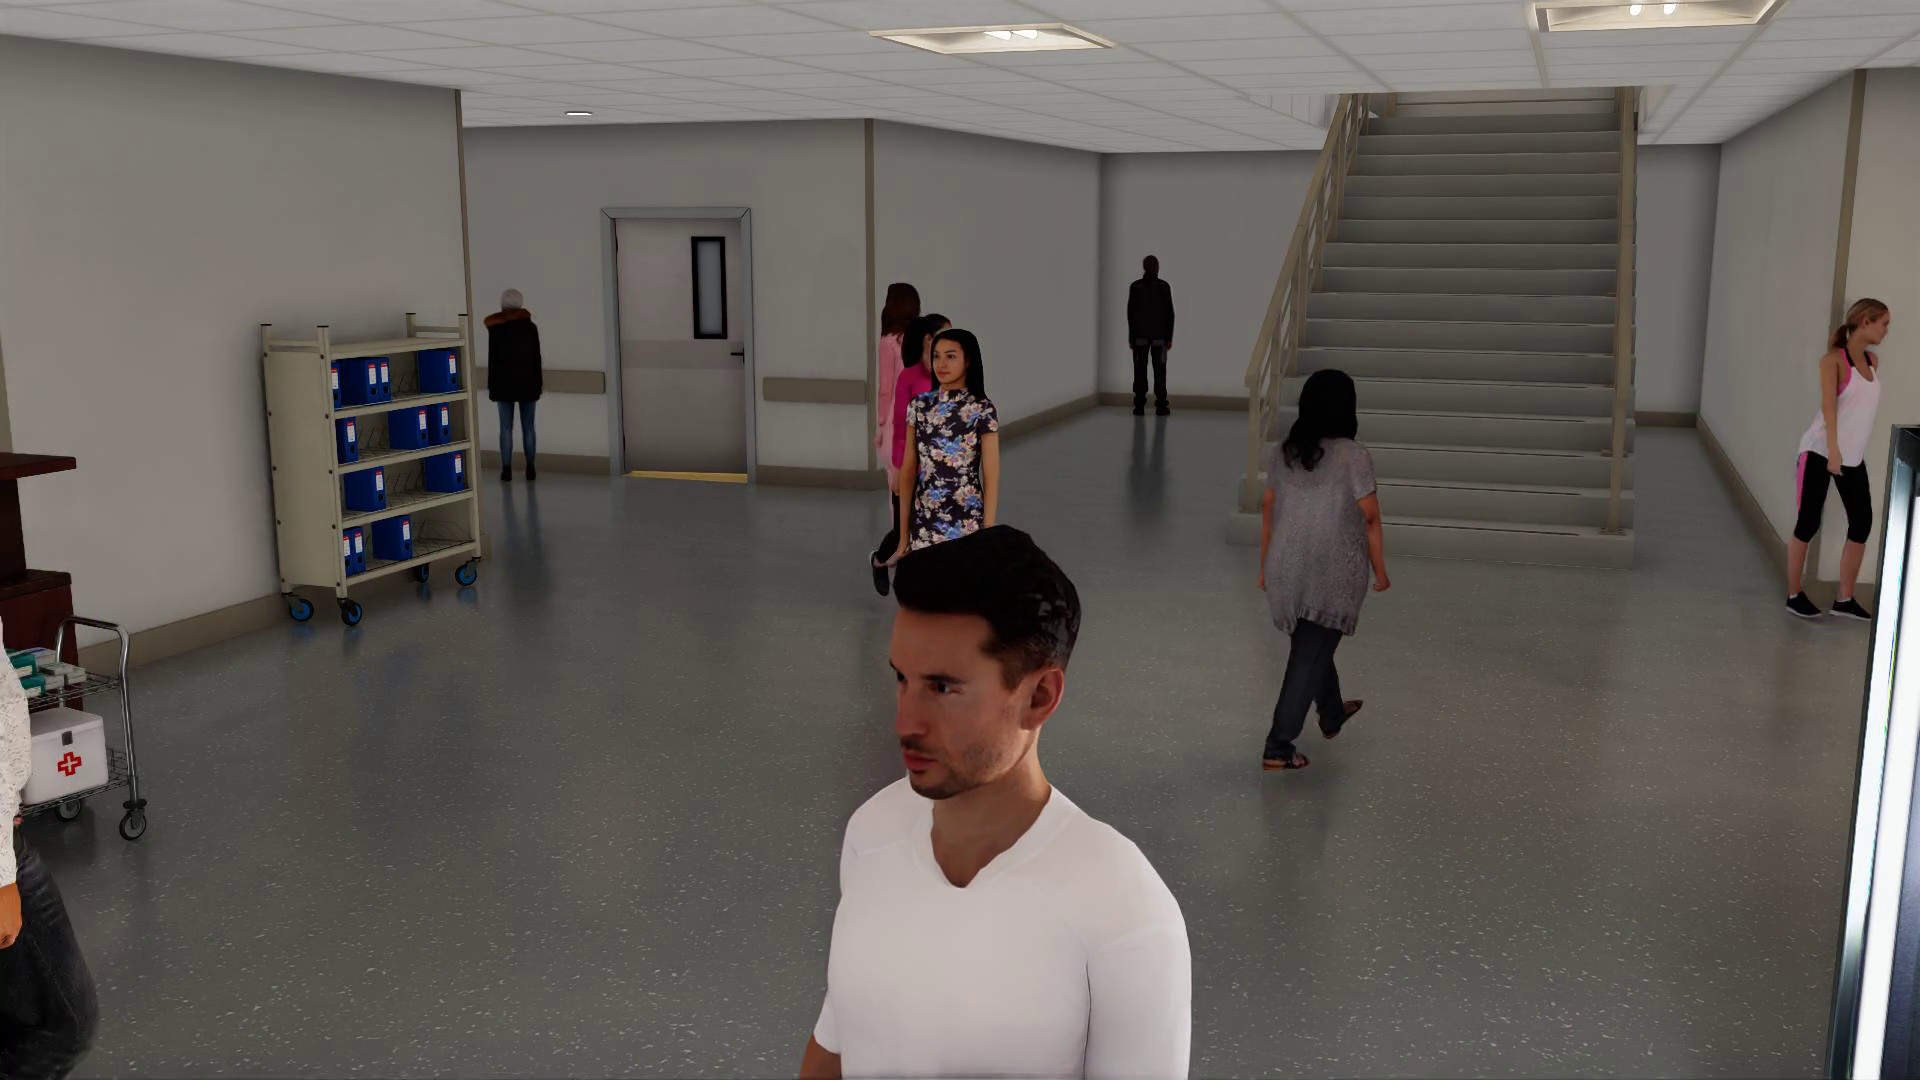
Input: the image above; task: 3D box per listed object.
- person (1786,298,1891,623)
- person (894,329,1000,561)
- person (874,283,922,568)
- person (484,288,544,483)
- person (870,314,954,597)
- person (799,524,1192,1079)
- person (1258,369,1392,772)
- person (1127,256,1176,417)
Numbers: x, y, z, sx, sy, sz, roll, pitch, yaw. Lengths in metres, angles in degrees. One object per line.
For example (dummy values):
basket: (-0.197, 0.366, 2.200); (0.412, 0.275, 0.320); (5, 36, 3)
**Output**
person: (4.739, -0.439, 9.171); (0.866, 1.758, 0.933); (-3, 11, -15)
person: (-0.039, -0.030, 7.084); (0.585, 1.733, 0.516); (4, 11, 21)
person: (-0.339, -0.727, 10.571); (0.639, 1.802, 0.748); (-8, 13, -37)
person: (-3.774, -1.322, 14.155); (0.746, 1.634, 0.796); (-4, 11, -20)
person: (-0.259, -0.367, 9.005); (0.988, 1.678, 0.978); (-7, 13, -34)
person: (0.019, 0.890, 1.910); (0.743, 1.854, 0.714); (10, 15, 43)
person: (1.366, 0.151, 6.579); (1.152, 1.566, 0.947); (-9, 14, -41)
person: (2.179, -2.347, 19.061); (0.720, 1.820, 0.627); (3, 11, 14)
